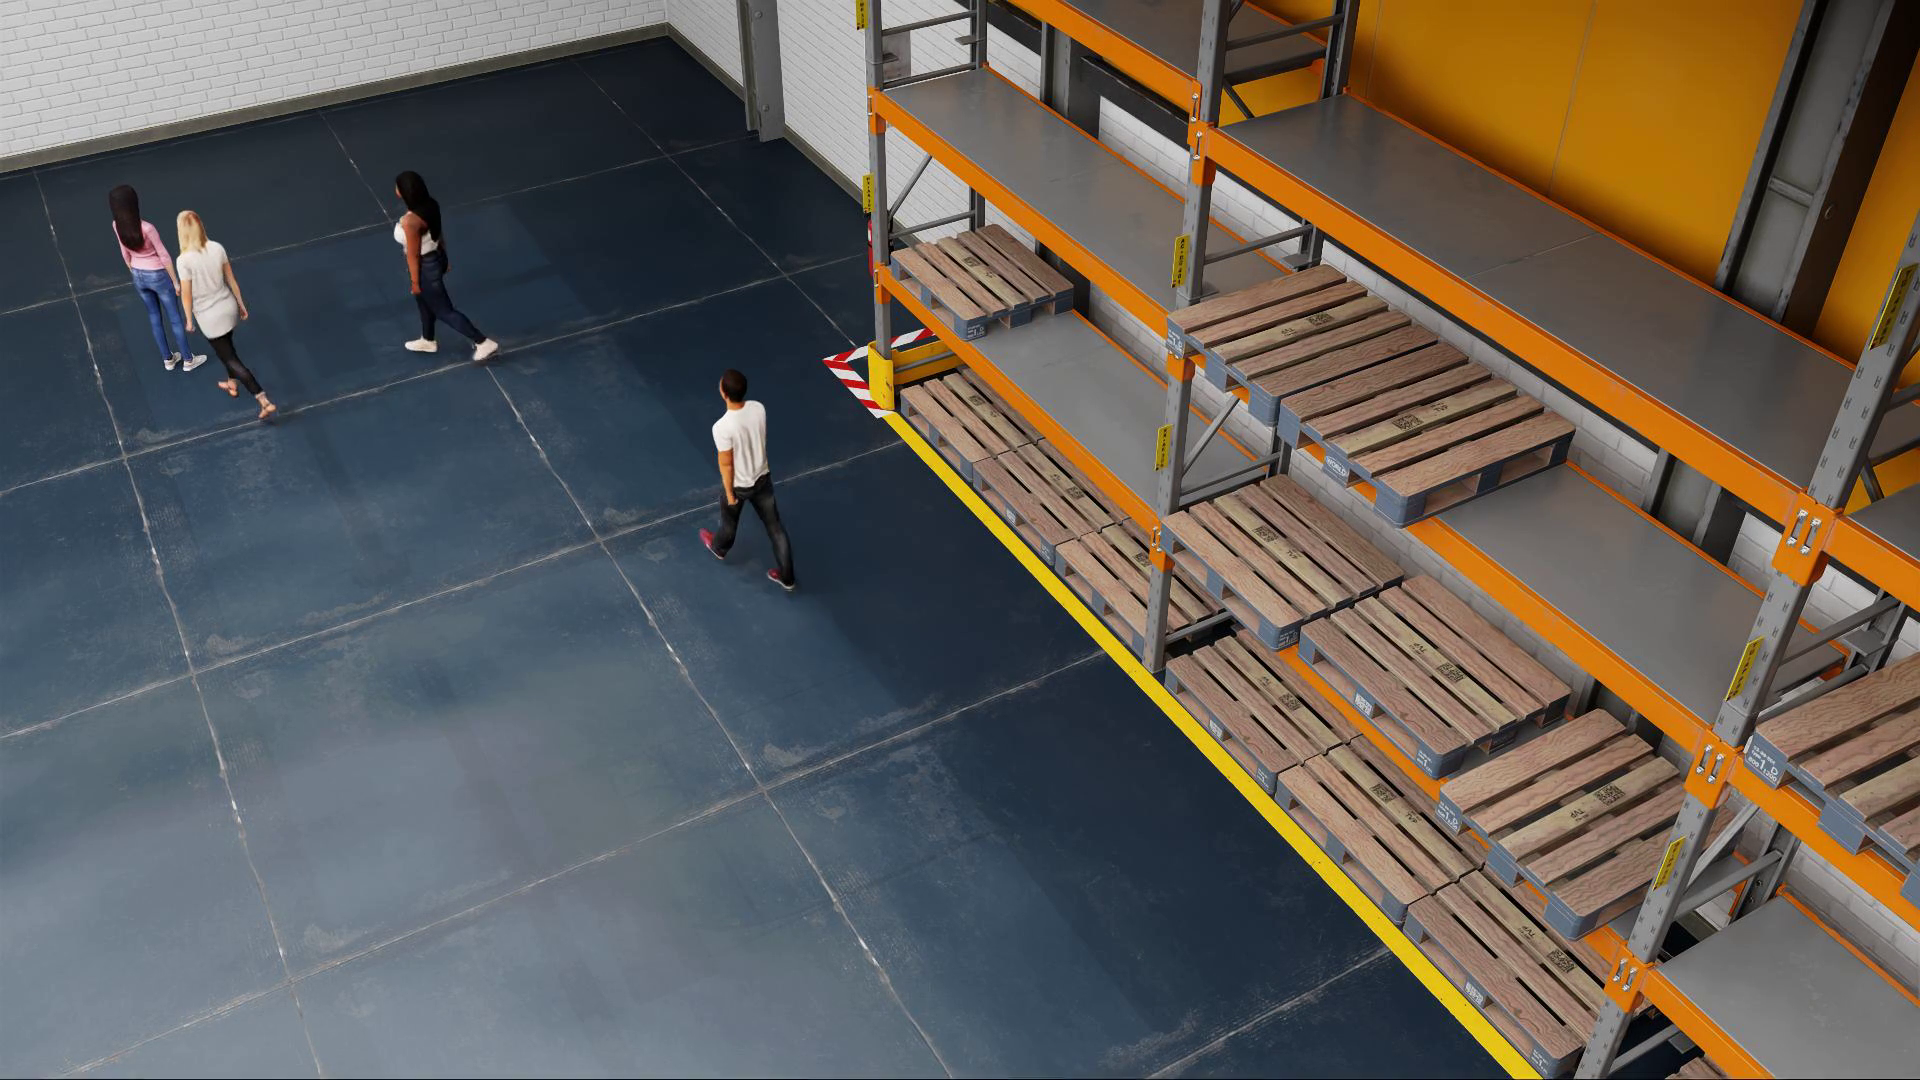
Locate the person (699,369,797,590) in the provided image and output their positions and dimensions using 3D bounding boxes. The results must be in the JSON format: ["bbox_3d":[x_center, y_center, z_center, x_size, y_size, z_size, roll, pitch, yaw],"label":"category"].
[{"bbox_3d":[-1.458,-0.392,11.911,1.230,1.759,0.876,31,48,33],"label":"person"}]

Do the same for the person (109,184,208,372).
[{"bbox_3d":[-6.922,-2.245,14.244,0.648,1.742,0.696,7,39,9],"label":"person"}]

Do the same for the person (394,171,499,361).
[{"bbox_3d":[-4.474,-2.307,14.293,1.143,1.779,1.159,5,39,6],"label":"person"}]

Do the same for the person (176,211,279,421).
[{"bbox_3d":[-6.031,-1.806,13.654,1.201,1.793,0.972,20,43,23],"label":"person"}]
